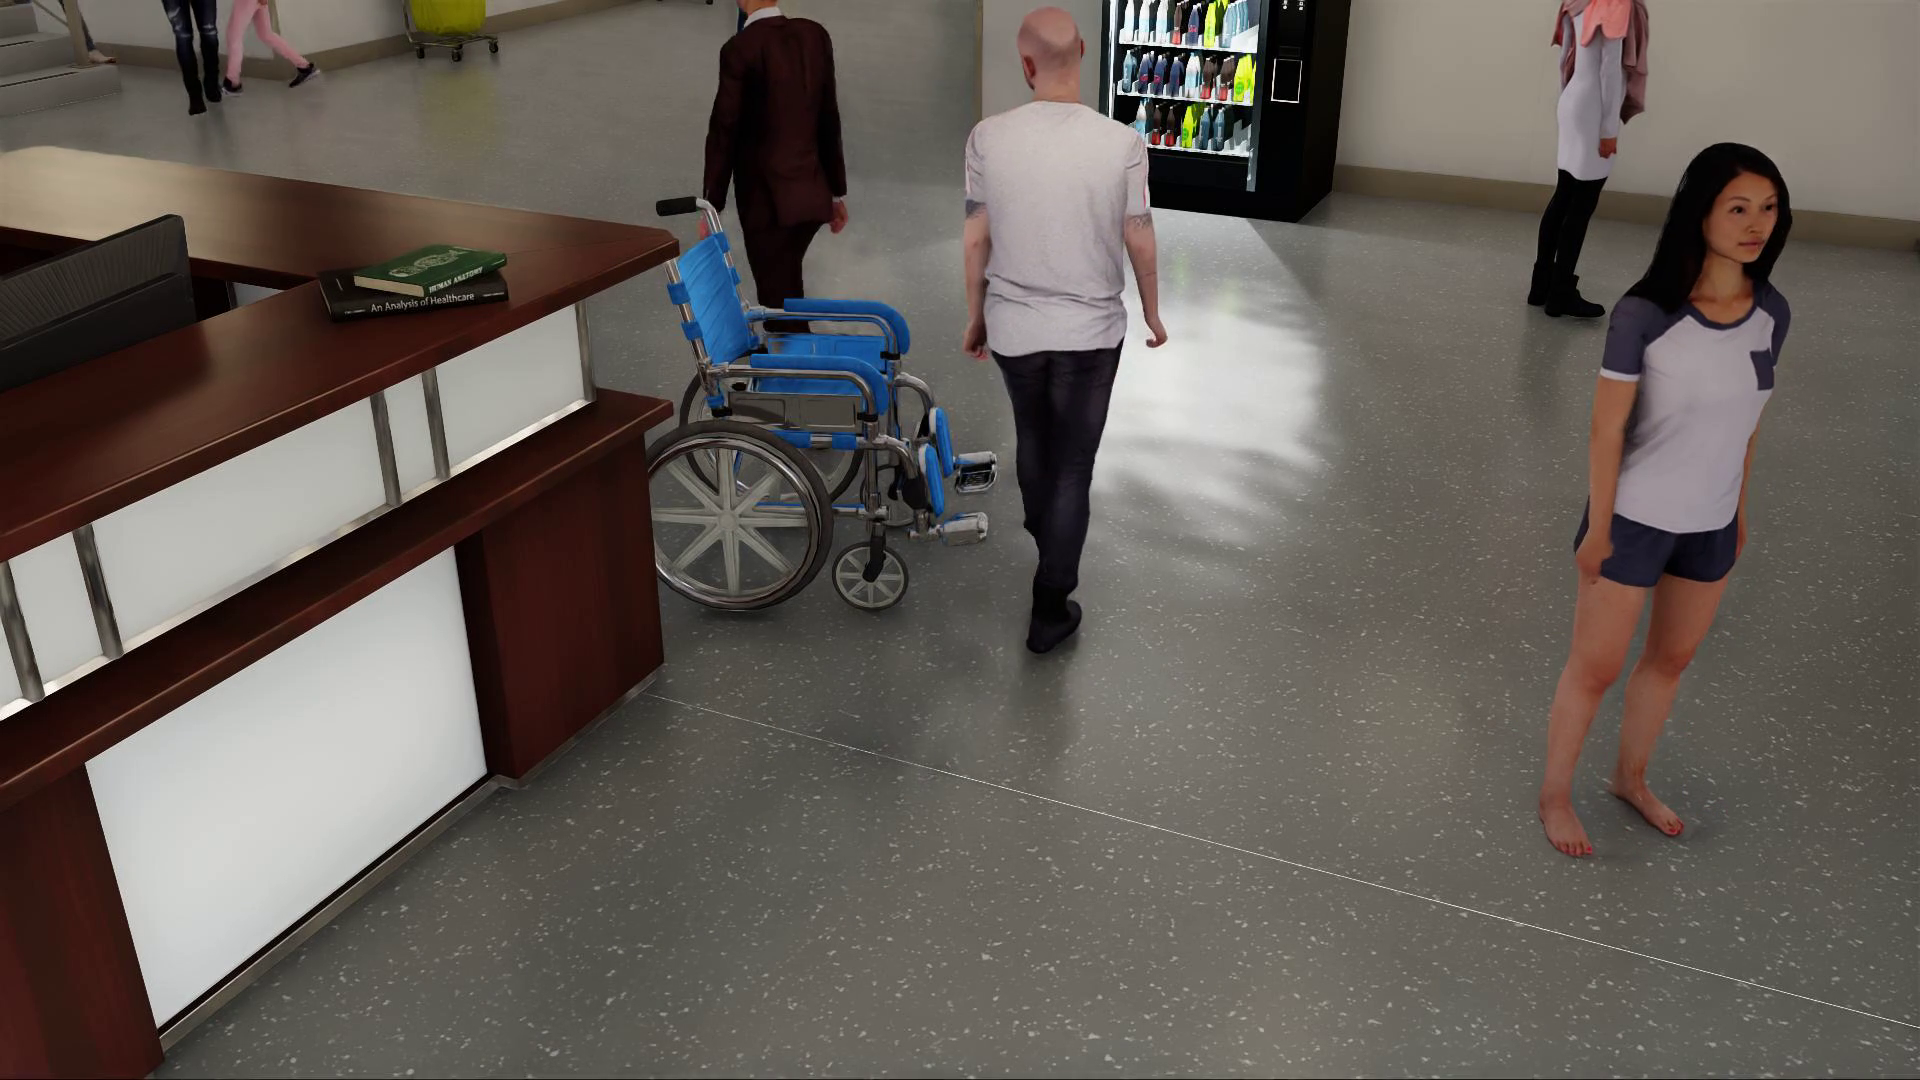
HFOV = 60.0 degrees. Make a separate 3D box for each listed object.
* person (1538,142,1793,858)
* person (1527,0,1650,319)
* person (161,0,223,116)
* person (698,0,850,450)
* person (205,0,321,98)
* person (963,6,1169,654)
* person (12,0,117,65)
[{"bbox_3d":[1.638,-0.066,3.854,0.661,1.706,0.733,-7,27,-15],"label":"person"},{"bbox_3d":[2.872,-1.927,7.602,0.756,1.804,0.737,-2,26,-4],"label":"person"},{"bbox_3d":[-5.535,-4.031,11.887,1.184,1.870,1.293,-11,28,-21],"label":"person"},{"bbox_3d":[-0.591,-1.210,6.068,0.932,1.844,0.780,16,30,30],"label":"person"},{"bbox_3d":[-5.210,-4.086,12.410,1.020,1.515,0.980,-12,28,-24],"label":"person"},{"bbox_3d":[0.238,-0.533,4.713,0.954,1.801,0.825,9,27,19],"label":"person"},{"bbox_3d":[-7.490,-4.694,13.280,1.203,1.855,0.717,9,27,17],"label":"person"}]
